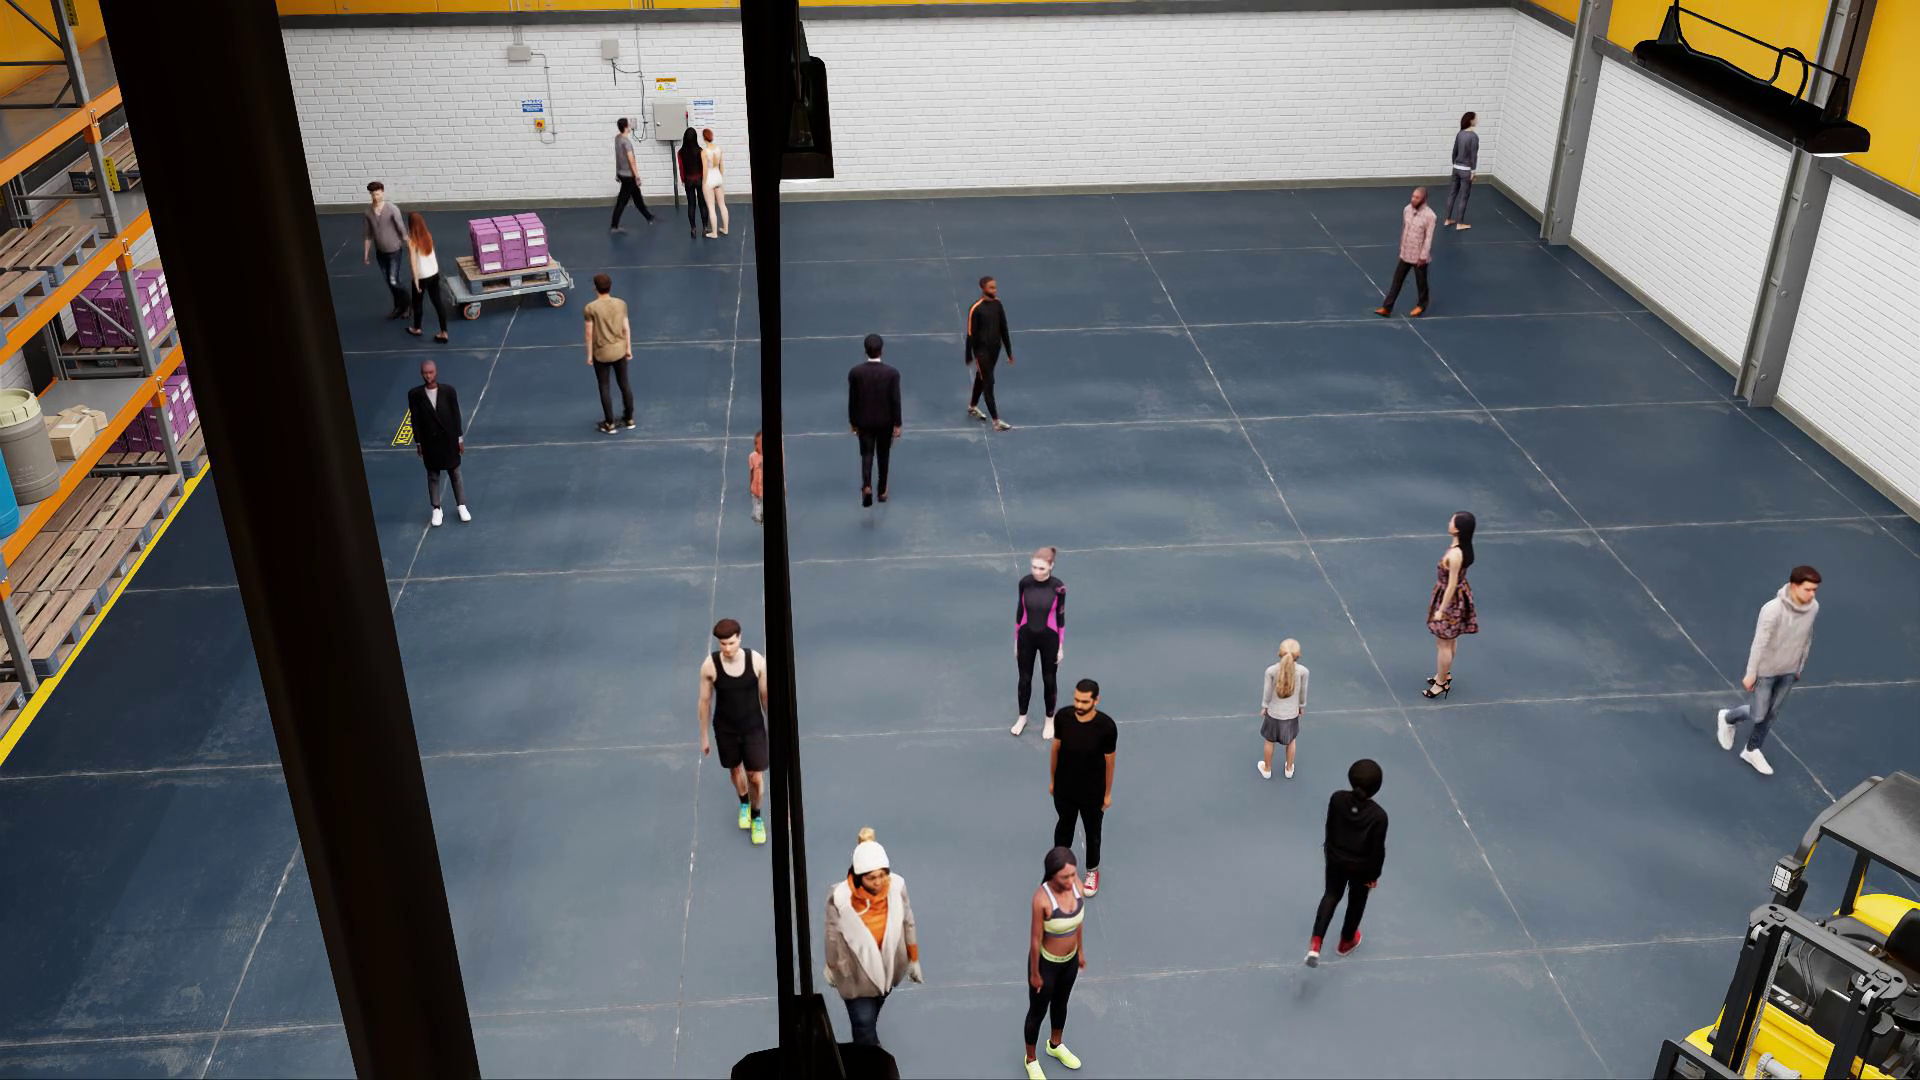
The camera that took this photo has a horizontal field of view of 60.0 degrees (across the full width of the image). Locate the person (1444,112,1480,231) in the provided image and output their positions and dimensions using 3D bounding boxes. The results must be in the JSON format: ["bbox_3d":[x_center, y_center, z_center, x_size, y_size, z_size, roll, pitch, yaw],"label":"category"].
[{"bbox_3d":[7.700,-5.667,25.450,0.739,1.770,0.601,-15,32,-26],"label":"person"}]

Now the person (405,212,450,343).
[{"bbox_3d":[-6.761,-3.336,21.247,0.952,1.703,0.914,19,34,31],"label":"person"}]

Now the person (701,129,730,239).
[{"bbox_3d":[-3.717,-5.384,25.063,0.662,1.643,0.608,23,36,35],"label":"person"}]

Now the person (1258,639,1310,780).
[{"bbox_3d":[2.557,1.325,13.146,0.516,1.276,0.530,0,29,0],"label":"person"}]

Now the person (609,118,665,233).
[{"bbox_3d":[-5.114,-5.484,25.179,1.024,1.709,1.187,-15,32,-25],"label":"person"}]

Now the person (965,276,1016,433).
[{"bbox_3d":[0.233,-2.176,19.042,1.135,1.777,1.040,25,37,38],"label":"person"}]

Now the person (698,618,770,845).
[{"bbox_3d":[-1.657,1.341,12.495,0.706,1.872,0.712,-3,29,-5],"label":"person"}]

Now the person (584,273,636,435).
[{"bbox_3d":[-3.968,-2.120,18.866,0.745,1.846,0.731,-17,33,-28],"label":"person"}]

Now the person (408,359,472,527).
[{"bbox_3d":[-5.296,-1.012,16.925,0.695,1.762,0.645,-10,30,-18],"label":"person"}]

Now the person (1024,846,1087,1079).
[{"bbox_3d":[0.576,2.603,10.304,0.638,1.754,0.655,-19,34,-30],"label":"person"}]

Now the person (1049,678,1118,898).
[{"bbox_3d":[0.866,1.739,11.884,0.716,1.758,0.720,10,30,18],"label":"person"}]

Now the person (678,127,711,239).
[{"bbox_3d":[-3.987,-5.380,25.041,0.576,1.658,0.492,-2,29,-4],"label":"person"}]

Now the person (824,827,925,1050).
[{"bbox_3d":[-0.595,2.529,10.335,0.975,1.854,1.188,-14,31,-23],"label":"person"}]

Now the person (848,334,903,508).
[{"bbox_3d":[-0.884,-1.147,17.161,0.768,1.772,0.960,1,29,2],"label":"person"}]

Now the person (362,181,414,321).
[{"bbox_3d":[-7.492,-3.846,21.987,0.806,1.889,0.818,8,30,15],"label":"person"}]

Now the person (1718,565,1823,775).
[{"bbox_3d":[6.402,0.970,13.210,0.789,1.840,0.896,-9,30,-15],"label":"person"}]

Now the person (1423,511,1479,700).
[{"bbox_3d":[4.138,0.541,14.065,0.859,1.774,0.782,15,32,25],"label":"person"}]

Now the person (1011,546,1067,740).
[{"bbox_3d":[0.648,0.821,13.577,0.636,1.749,0.652,7,29,13],"label":"person"}]

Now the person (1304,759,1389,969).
[{"bbox_3d":[2.582,2.196,11.146,0.921,1.663,1.006,20,34,32],"label":"person"}]

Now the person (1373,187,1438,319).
[{"bbox_3d":[6.080,-3.787,22.011,1.167,1.762,1.214,-20,35,-32],"label":"person"}]
